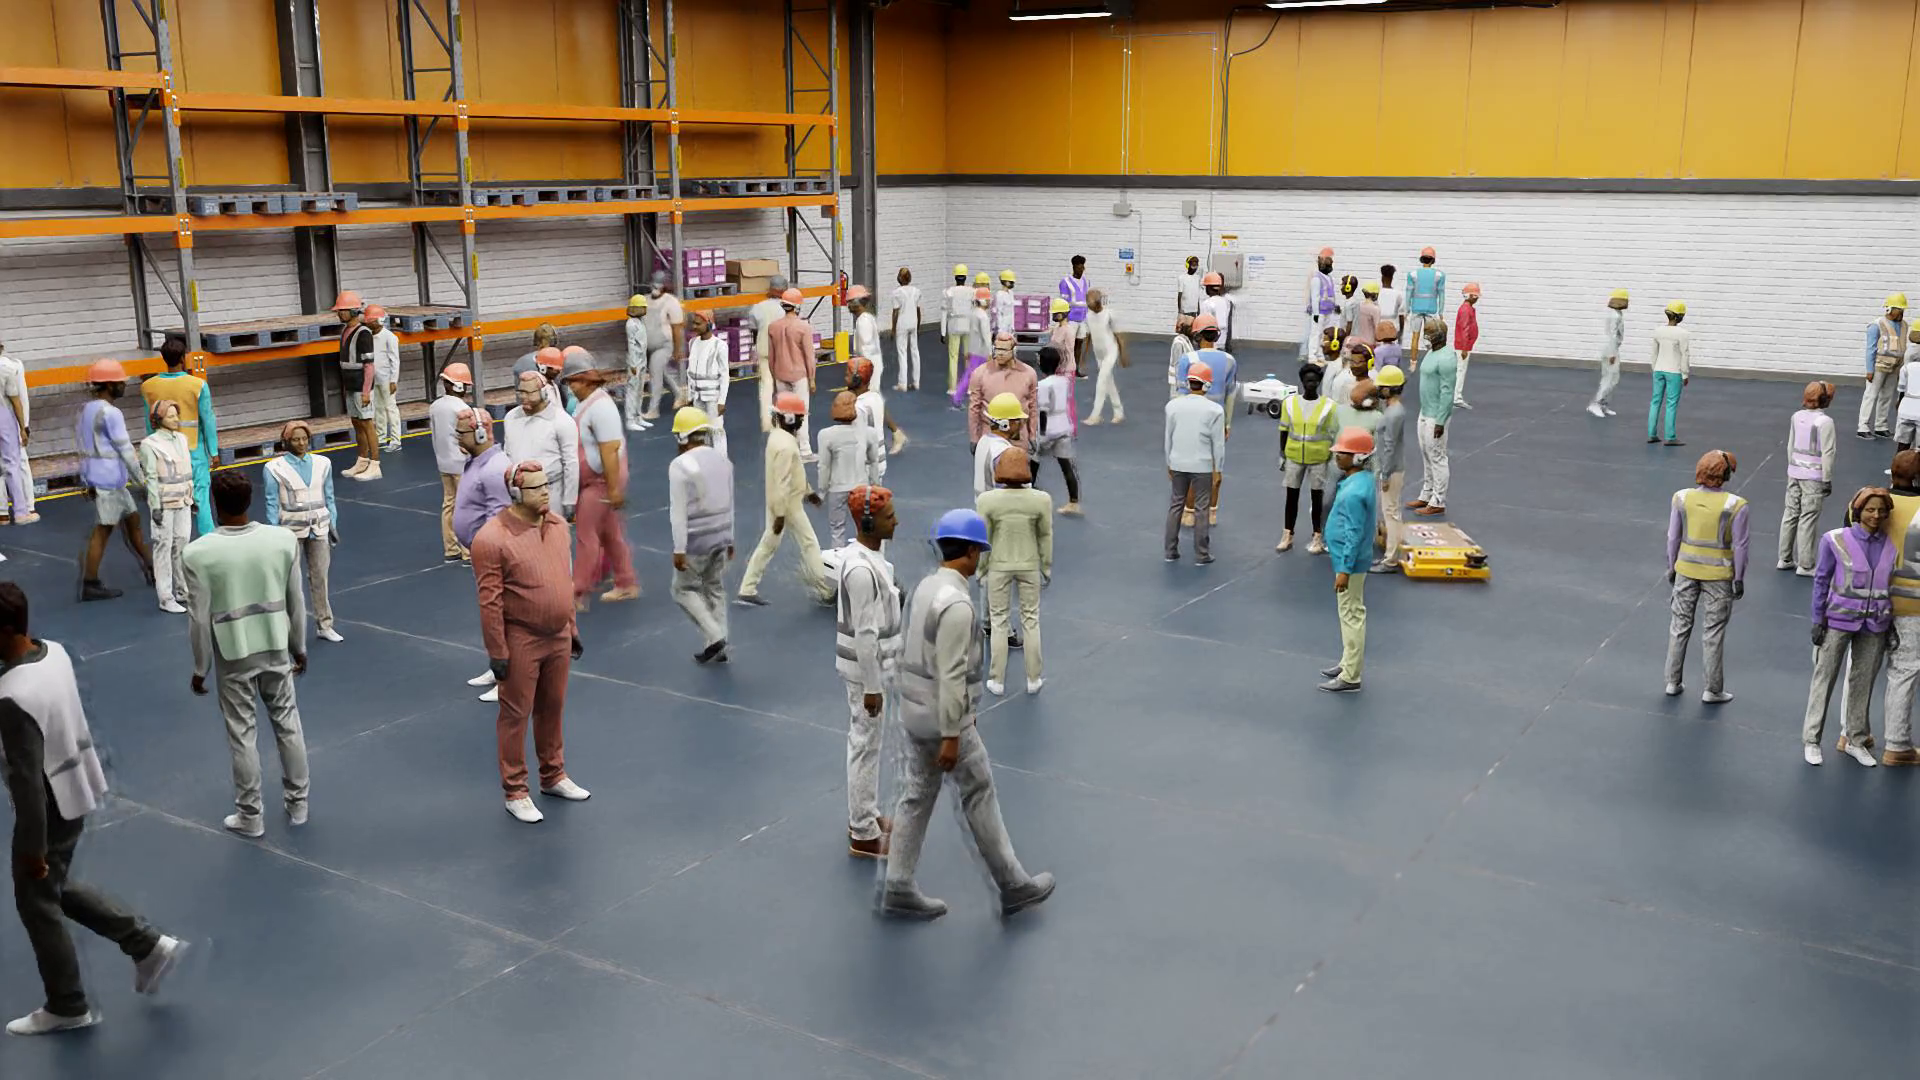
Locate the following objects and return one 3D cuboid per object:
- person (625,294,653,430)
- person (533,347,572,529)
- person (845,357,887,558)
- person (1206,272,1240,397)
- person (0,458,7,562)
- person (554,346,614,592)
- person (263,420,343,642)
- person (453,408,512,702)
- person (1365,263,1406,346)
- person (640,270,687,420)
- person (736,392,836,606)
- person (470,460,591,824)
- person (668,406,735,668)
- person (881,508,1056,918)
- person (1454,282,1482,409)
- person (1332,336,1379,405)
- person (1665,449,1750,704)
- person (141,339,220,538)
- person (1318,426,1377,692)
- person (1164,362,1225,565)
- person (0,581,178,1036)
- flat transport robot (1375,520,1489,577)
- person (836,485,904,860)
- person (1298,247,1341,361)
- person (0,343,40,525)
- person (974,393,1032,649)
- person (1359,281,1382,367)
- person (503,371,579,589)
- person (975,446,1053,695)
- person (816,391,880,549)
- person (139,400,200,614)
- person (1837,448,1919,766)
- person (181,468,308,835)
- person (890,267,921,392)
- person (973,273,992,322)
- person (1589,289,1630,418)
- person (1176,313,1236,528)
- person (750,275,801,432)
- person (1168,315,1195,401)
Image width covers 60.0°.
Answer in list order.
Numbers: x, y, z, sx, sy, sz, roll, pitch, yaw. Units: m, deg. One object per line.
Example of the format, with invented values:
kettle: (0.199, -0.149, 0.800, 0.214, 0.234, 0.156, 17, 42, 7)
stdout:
person: (-4.135, -2.283, 21.383, 0.345, 1.738, 0.485, 2, 13, 7)
person: (-3.804, -0.919, 15.440, 0.349, 1.742, 0.564, 1, 13, 4)
person: (-0.784, -0.544, 13.513, 0.355, 1.883, 0.572, 3, 13, 14)
person: (3.696, -2.831, 23.424, 0.573, 1.890, 0.640, -5, 14, -22)
person: (-8.505, -0.698, 14.238, 0.526, 1.864, 0.339, -13, 18, -44)
person: (-3.028, -0.572, 13.412, 0.407, 1.987, 0.615, 1, 13, 6)
person: (-4.684, -0.041, 11.861, 0.307, 1.641, 0.512, 11, 17, 40)
person: (-3.059, 0.086, 10.757, 0.398, 1.900, 0.649, -6, 14, -26)
person: (6.242, -3.098, 24.494, 0.605, 1.938, 0.927, 0, 13, -1)
person: (-4.020, -2.688, 22.466, 0.695, 2.000, 0.935, 10, 16, 36)
person: (-1.315, -0.306, 12.893, 0.936, 1.695, 0.562, -4, 14, -17)
person: (-2.250, 0.521, 8.833, 0.409, 1.913, 0.639, 8, 15, 30)
person: (-1.779, -0.004, 11.350, 0.482, 1.805, 0.619, 8, 15, 30)
person: (0.022, 0.804, 7.662, 0.919, 1.882, 0.646, -4, 14, -18)
person: (7.082, -2.723, 23.253, 0.340, 1.748, 0.563, 4, 14, 17)
person: (3.594, -0.910, 15.142, 0.673, 1.876, 0.465, -11, 17, -40)
person: (4.778, 0.236, 10.664, 0.308, 1.640, 0.510, -12, 17, -41)
person: (-6.761, -0.787, 14.482, 0.591, 1.922, 0.392, 0, 13, 0)
person: (2.543, 0.121, 10.900, 0.317, 1.756, 0.563, 4, 14, 17)
person: (2.023, -0.662, 14.341, 0.564, 1.740, 0.373, 8, 15, 32)
person: (-3.530, 1.057, 6.537, 0.544, 1.896, 0.630, -3, 13, -13)
flat transport robot: (4.077, 0.059, 14.426, 0.652, 0.197, 1.431, 1, 13, 2)
person: (-0.442, 0.653, 8.323, 0.356, 1.883, 0.574, -1, 13, -3)
person: (6.279, -4.046, 28.587, 0.988, 1.946, 0.619, -2, 13, -8)
person: (-9.118, -1.049, 15.782, 0.515, 1.844, 0.333, 0, 13, 1)
person: (0.311, -0.140, 11.866, 0.404, 1.830, 0.601, -3, 13, -15)
person: (5.706, -2.735, 23.274, 0.327, 1.767, 0.533, -7, 15, -29)
person: (-3.178, -0.327, 12.527, 0.640, 1.907, 0.401, 5, 14, 22)
person: (0.348, 0.203, 10.819, 0.509, 1.631, 0.269, -1, 13, -5)
person: (-0.903, -0.385, 13.371, 0.539, 1.633, 0.315, -4, 14, -17)
person: (-6.083, -0.267, 12.839, 0.311, 1.642, 0.512, 2, 13, 9)
person: (5.405, 0.379, 9.602, 0.429, 1.840, 0.636, -7, 15, -26)
person: (-3.644, 0.586, 8.557, 0.604, 1.919, 0.374, -12, 17, -41)
person: (-0.815, -3.144, 24.872, 0.506, 1.846, 0.348, -8, 15, -33)
person: (0.335, -3.184, 25.269, 0.295, 1.743, 0.492, -5, 14, -22)
person: (8.779, -2.525, 22.472, 0.450, 1.714, 0.569, 3, 13, 14)
person: (2.289, -1.122, 15.718, 0.609, 2.029, 0.407, -6, 14, -24)
person: (-2.328, -2.437, 21.377, 0.696, 2.000, 1.019, 3, 13, 14)
person: (2.622, -1.847, 19.720, 0.313, 1.634, 0.514, 4, 14, 18)
